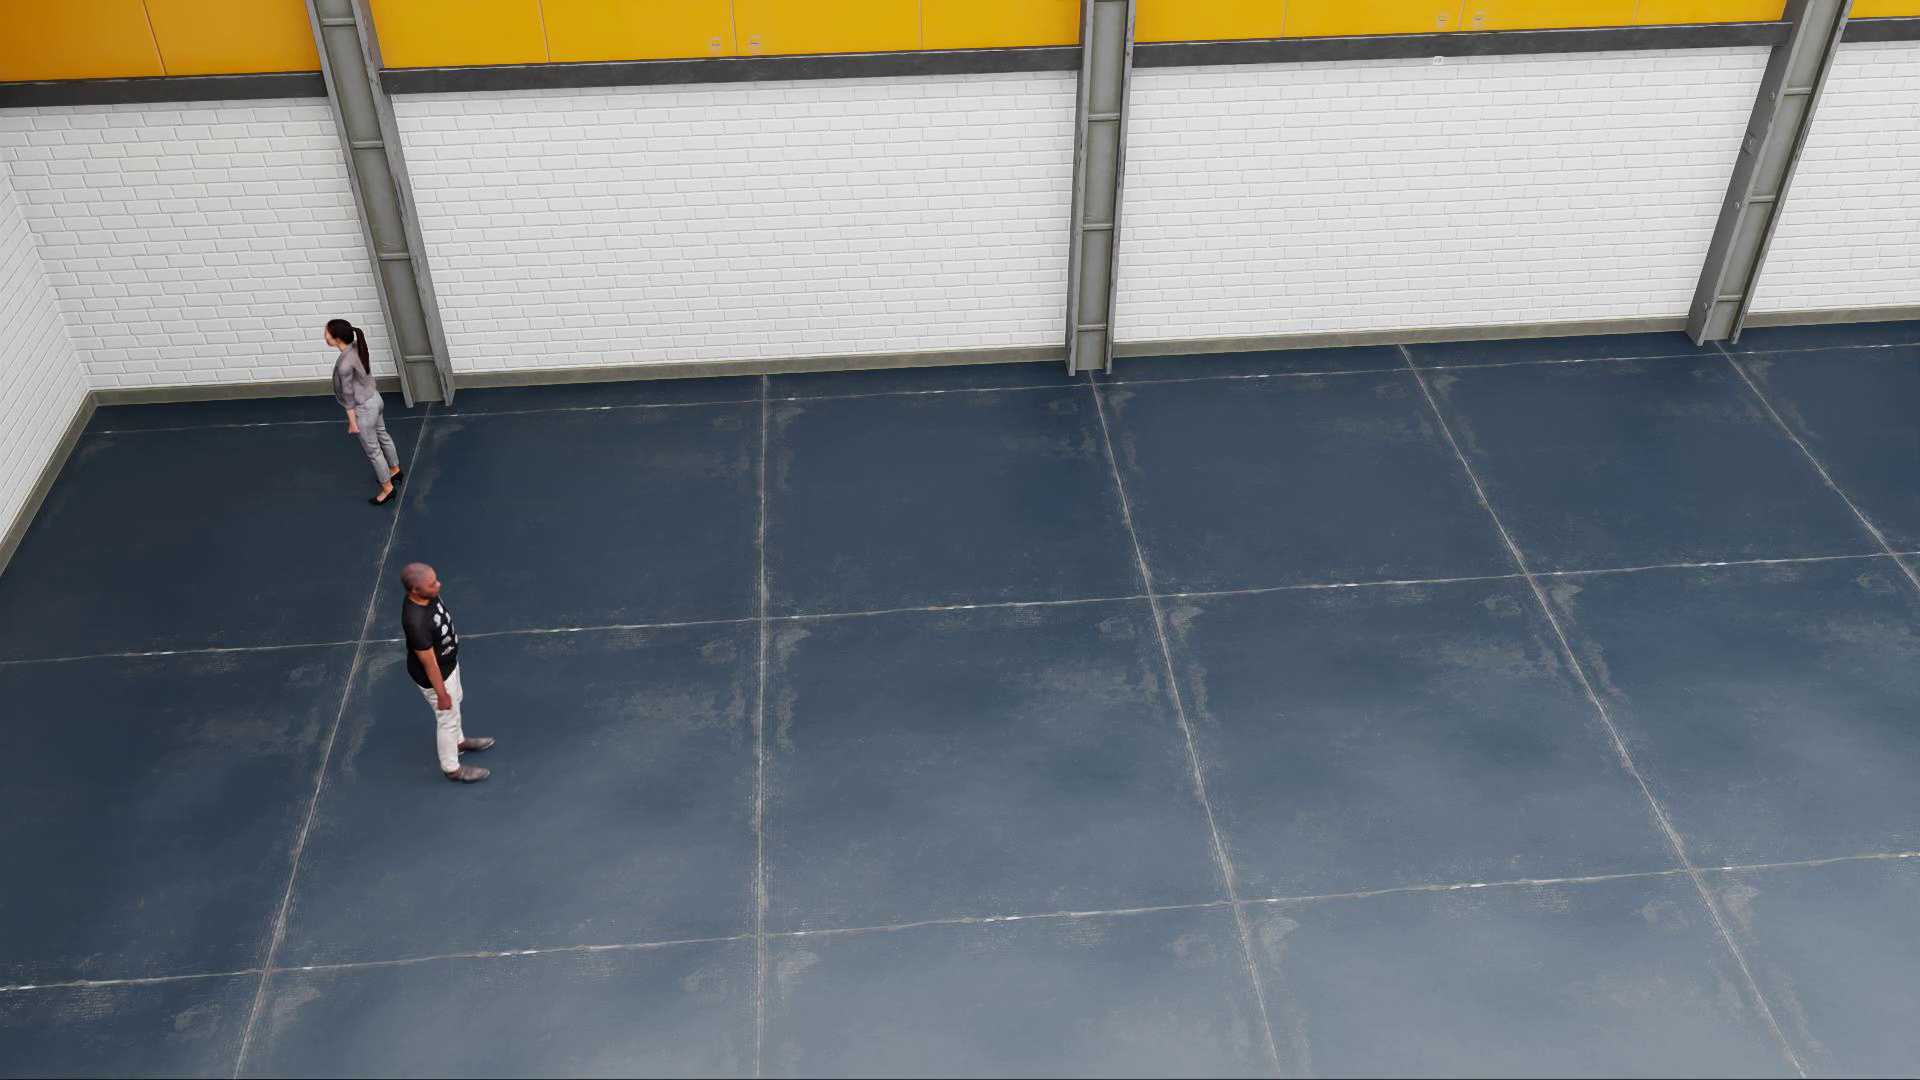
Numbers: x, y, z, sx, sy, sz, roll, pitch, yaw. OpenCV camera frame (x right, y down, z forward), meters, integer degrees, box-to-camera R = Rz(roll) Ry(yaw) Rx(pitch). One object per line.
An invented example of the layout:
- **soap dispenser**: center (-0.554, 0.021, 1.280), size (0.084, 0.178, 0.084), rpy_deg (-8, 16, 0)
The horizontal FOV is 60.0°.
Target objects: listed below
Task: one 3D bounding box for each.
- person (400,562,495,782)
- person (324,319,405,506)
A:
- **person**: center (-3.446, 0.852, 10.928), size (0.635, 1.802, 0.679), rpy_deg (-7, 39, -9)
- **person**: center (-4.794, -1.049, 13.411), size (0.575, 1.674, 0.618), rpy_deg (0, 39, -1)
